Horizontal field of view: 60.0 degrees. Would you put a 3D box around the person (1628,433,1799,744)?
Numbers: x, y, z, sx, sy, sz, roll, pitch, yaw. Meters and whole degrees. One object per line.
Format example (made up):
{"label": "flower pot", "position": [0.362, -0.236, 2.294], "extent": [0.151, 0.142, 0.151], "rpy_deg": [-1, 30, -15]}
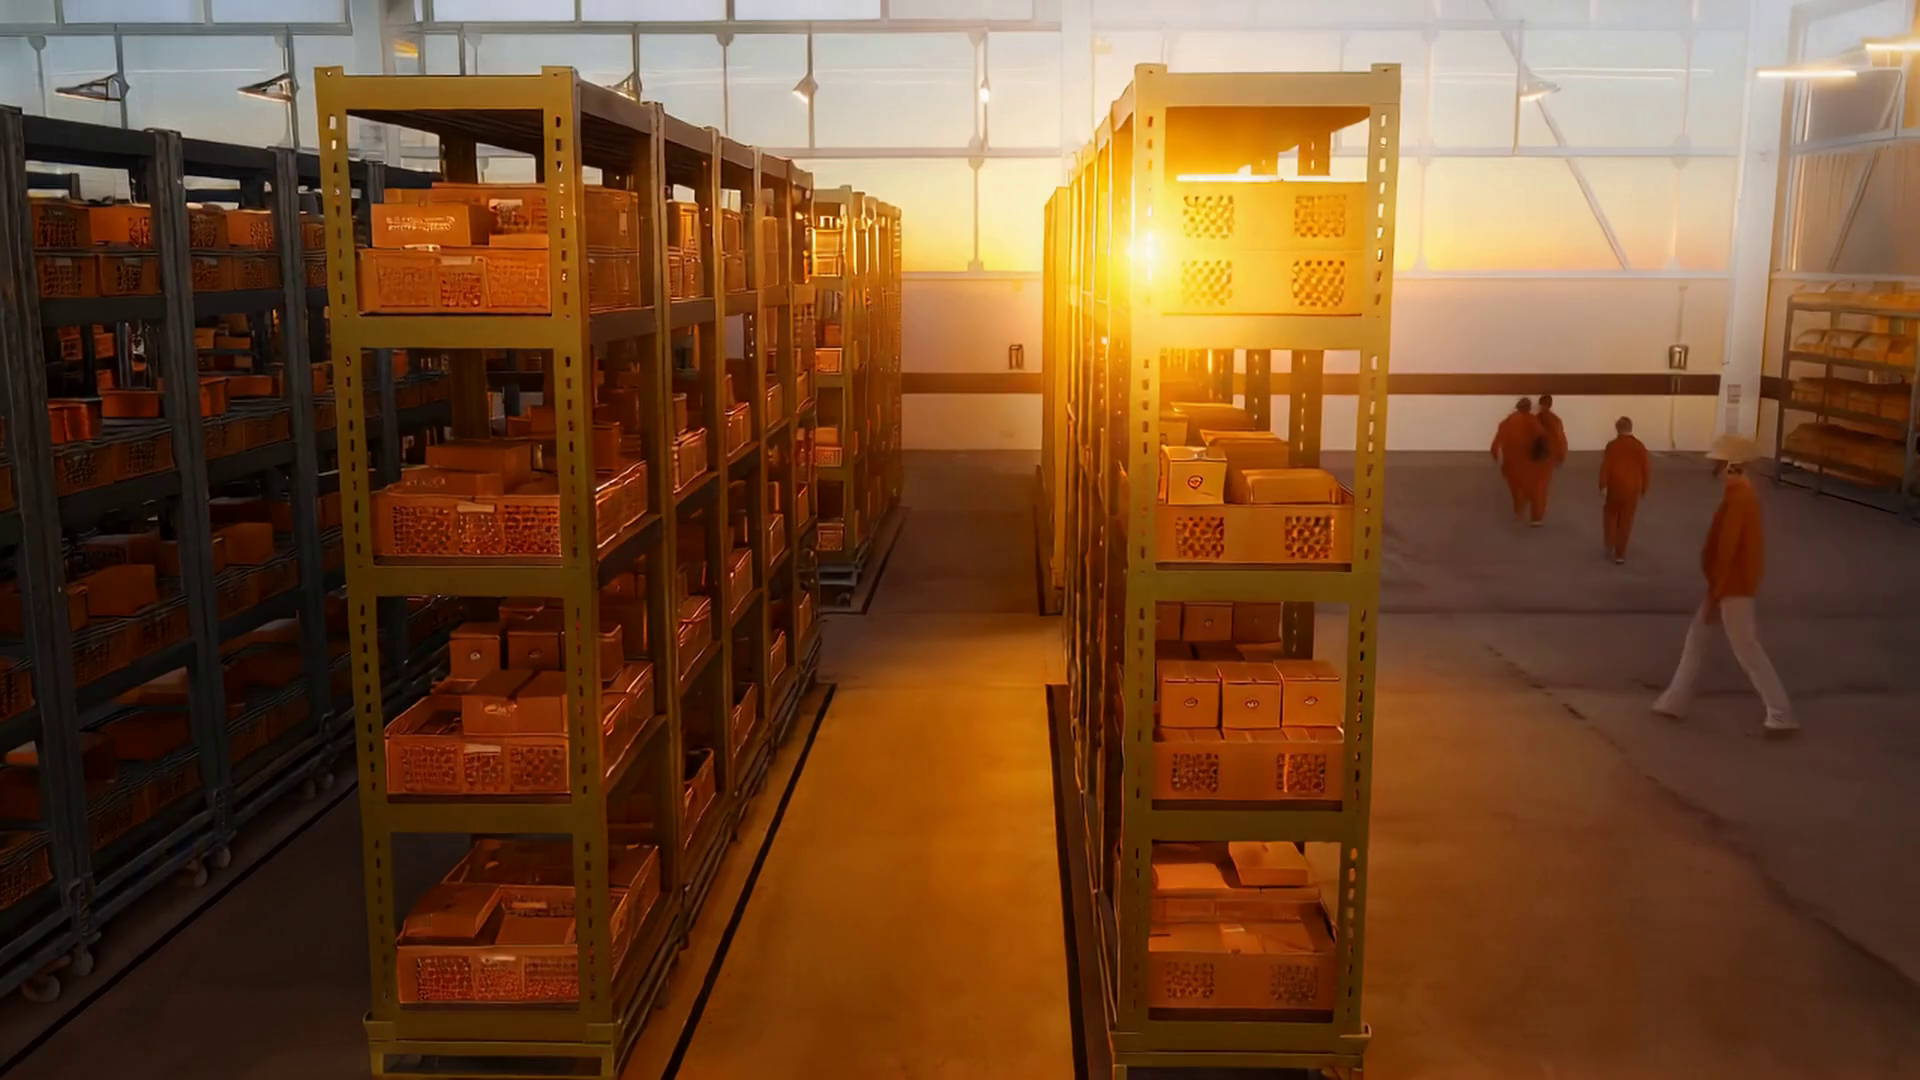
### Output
{"label": "person", "position": [4.829, 0.298, 10.437], "extent": [1.010, 1.945, 0.631], "rpy_deg": [5, 11, 29]}
